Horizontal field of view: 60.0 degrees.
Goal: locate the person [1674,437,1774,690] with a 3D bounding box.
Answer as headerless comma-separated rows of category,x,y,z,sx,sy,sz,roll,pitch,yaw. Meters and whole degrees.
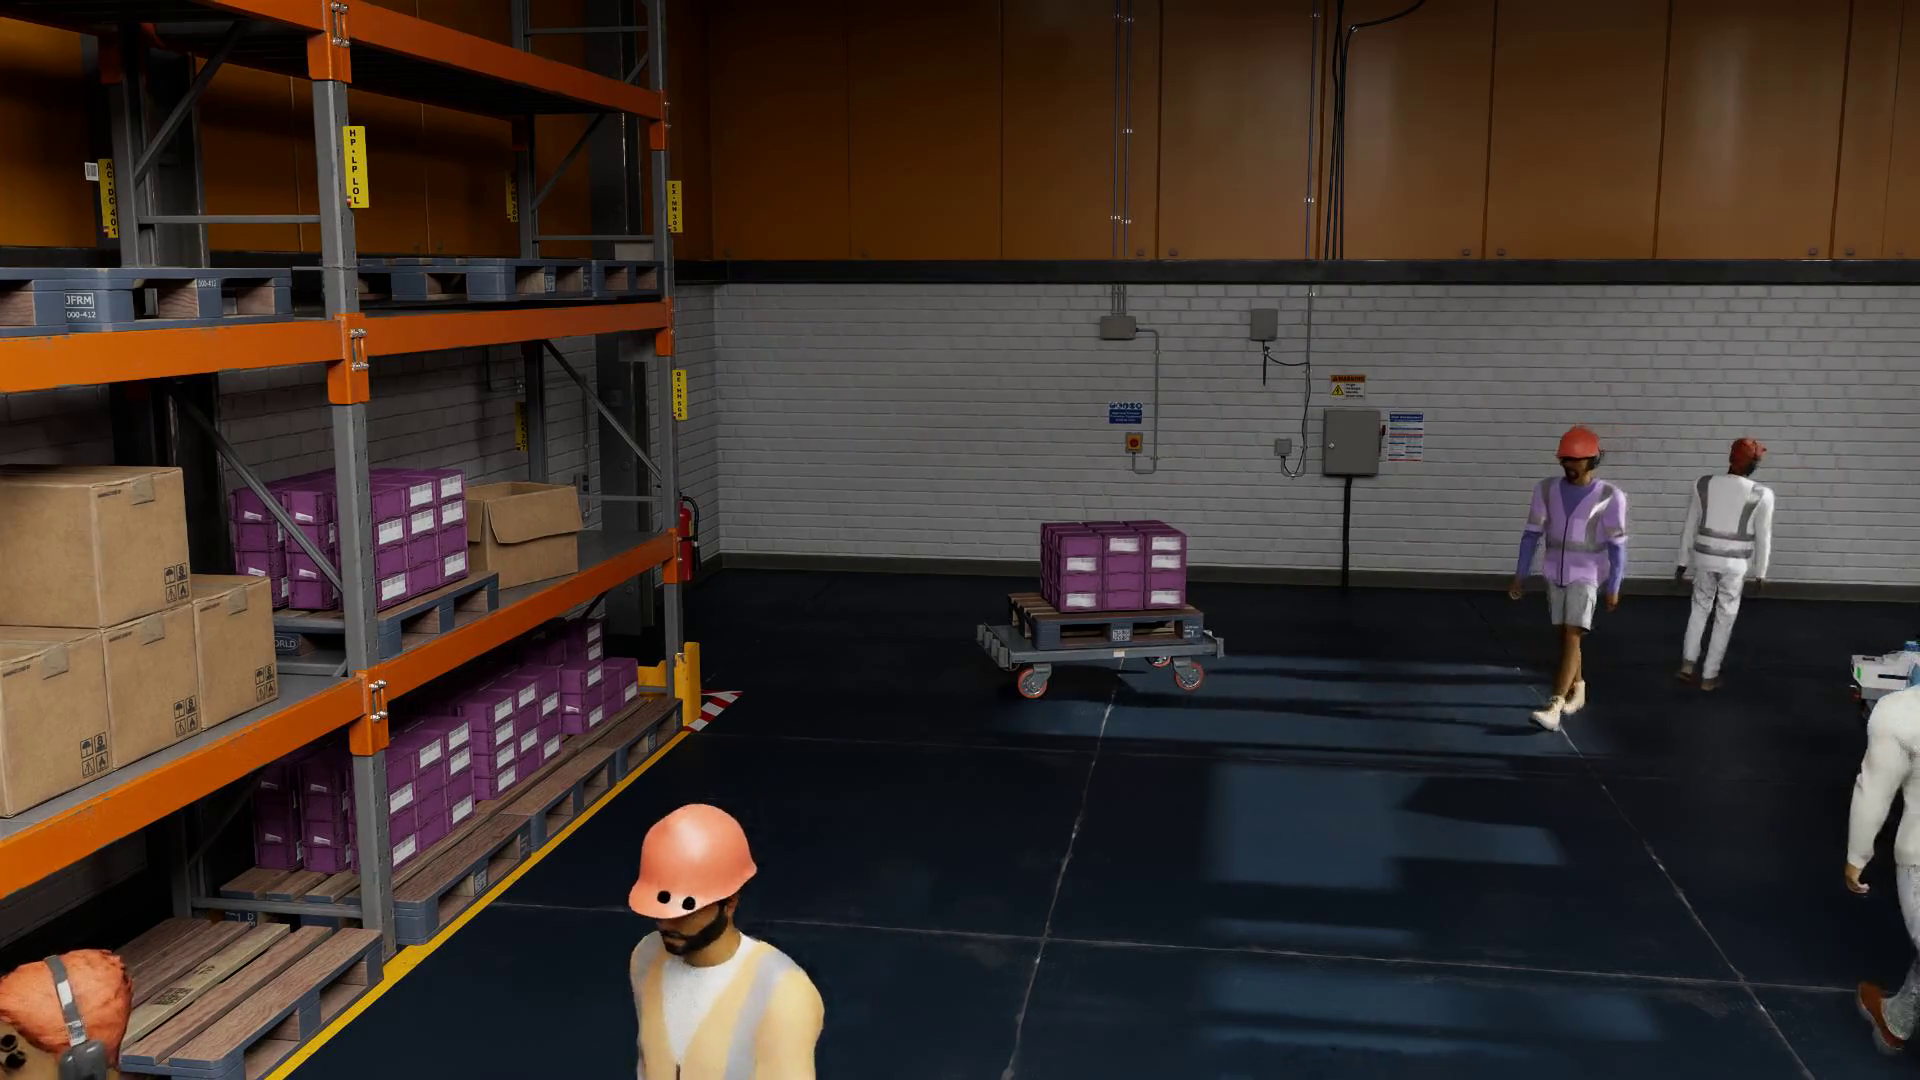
person,5.489,0.178,11.952,0.611,1.866,0.426,8,12,41

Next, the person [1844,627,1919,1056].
person,3.513,1.133,5.995,0.638,1.877,1.041,0,9,-1

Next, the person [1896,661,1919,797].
person,4.508,1.028,7.545,0.525,1.598,0.863,1,9,5

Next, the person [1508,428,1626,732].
person,4.018,0.257,11.050,1.036,1.993,0.632,-8,12,-42

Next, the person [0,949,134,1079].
person,-1.495,1.622,2.975,0.585,1.882,0.337,8,12,42

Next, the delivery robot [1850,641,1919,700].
delivery robot,6.350,0.919,11.108,0.707,0.478,0.477,4,10,23

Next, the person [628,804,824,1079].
person,-0.510,1.486,3.832,0.563,1.893,0.962,6,11,33
